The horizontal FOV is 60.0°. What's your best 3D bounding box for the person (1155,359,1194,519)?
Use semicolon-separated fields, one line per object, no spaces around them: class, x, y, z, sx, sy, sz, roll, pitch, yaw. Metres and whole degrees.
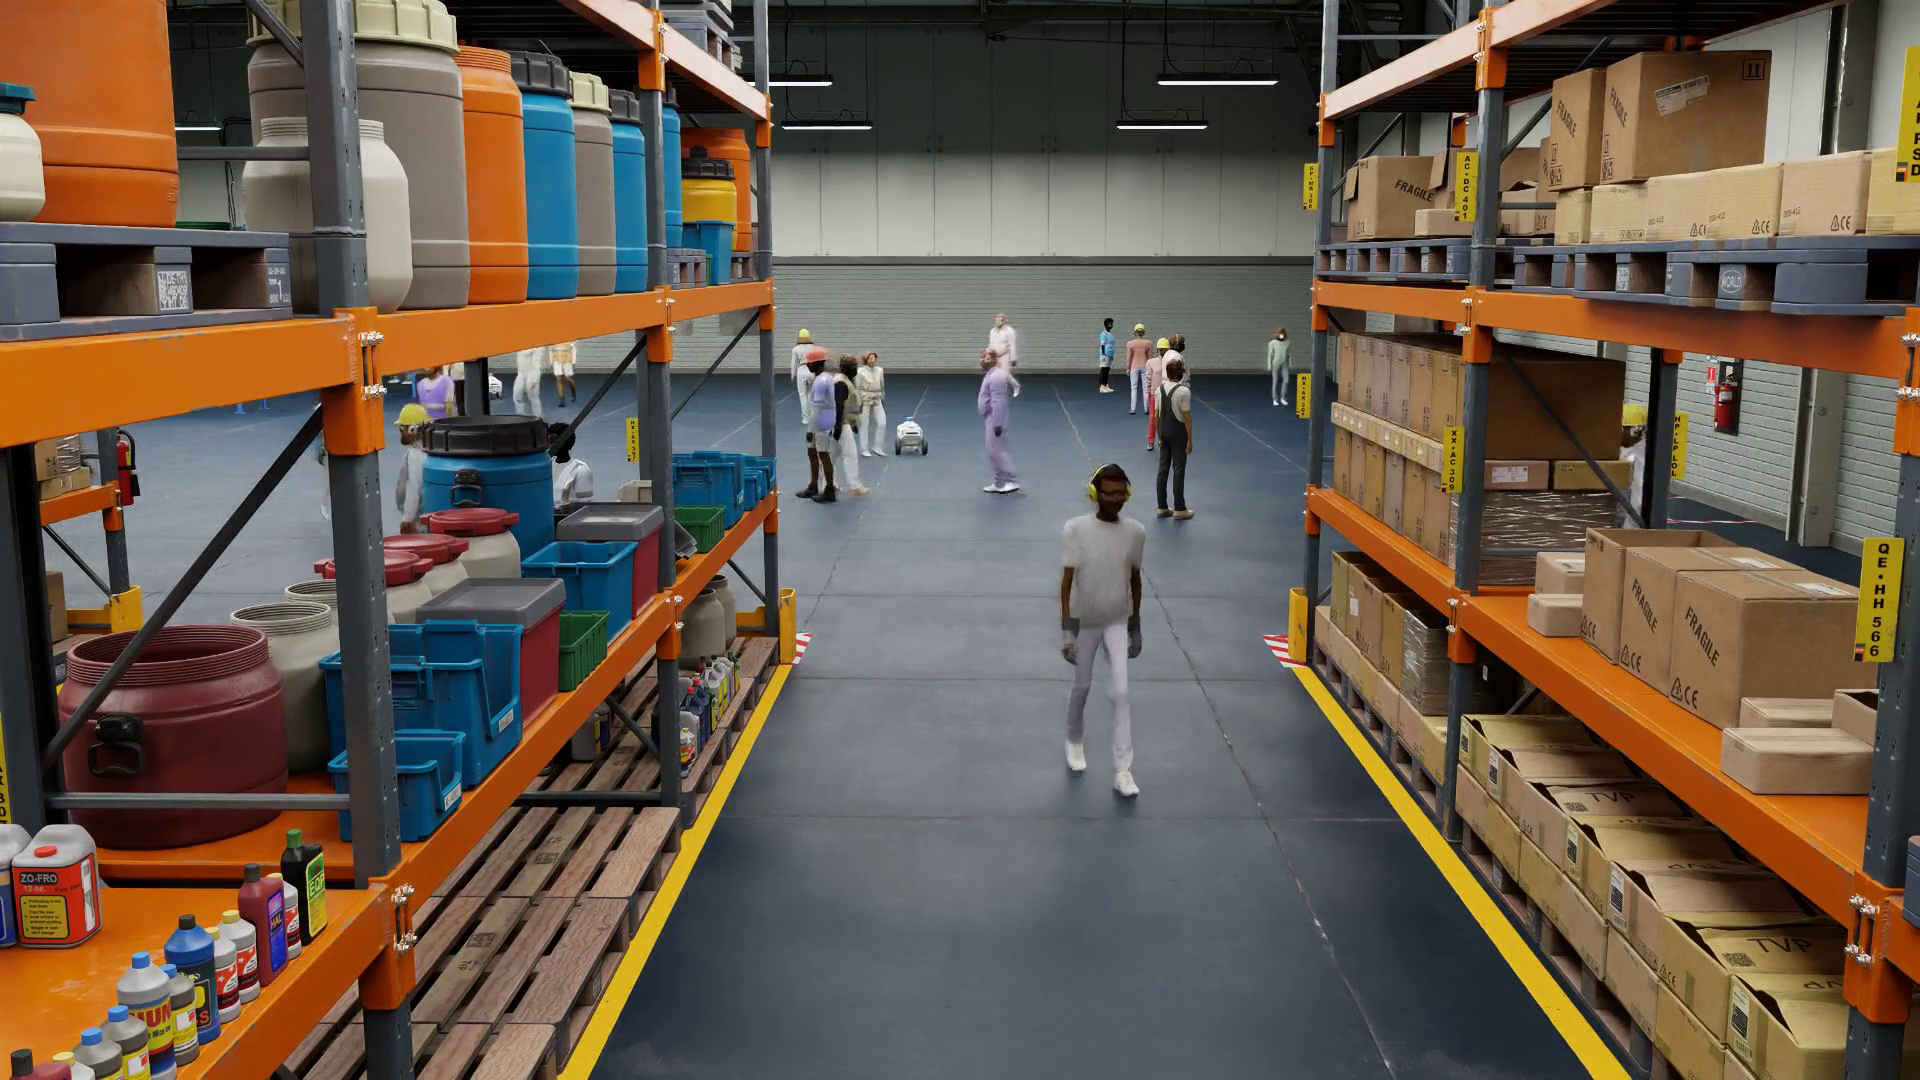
person;2.484;-1.178;19.283;0.506;1.847;0.345;9;13;44

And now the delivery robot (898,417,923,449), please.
delivery robot;-0.781;-1.667;25.917;0.477;0.478;0.707;-1;10;-7

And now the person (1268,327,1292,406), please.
person;6.618;-3.578;34.324;0.531;1.615;0.565;-1;10;-8

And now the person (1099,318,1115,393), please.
person;3.339;-4.194;37.781;0.322;1.699;0.536;5;11;28

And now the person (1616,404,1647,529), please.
person;5.271;-0.189;13.449;0.732;1.809;0.620;0;9;-1

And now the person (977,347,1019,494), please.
person;0.474;-1.533;21.385;0.499;1.873;0.699;0;9;-1

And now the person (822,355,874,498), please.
person;-1.438;-1.445;21.068;0.737;1.794;0.656;0;9;1

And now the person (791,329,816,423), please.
person;-2.892;-3.037;30.763;0.507;1.717;0.711;-3;10;-19

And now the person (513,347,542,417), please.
person;-7.528;-2.791;28.782;0.666;1.900;0.736;6;11;34

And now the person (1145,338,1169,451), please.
person;3.176;-2.298;26.224;0.525;1.772;0.305;0;9;1

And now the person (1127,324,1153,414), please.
person;3.503;-3.334;32.459;0.522;1.763;0.320;0;9;-2

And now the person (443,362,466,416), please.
person;-8.598;-2.814;28.739;0.634;1.950;0.928;-2;10;-13

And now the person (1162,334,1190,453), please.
person;3.351;-2.266;25.817;0.429;1.844;0.623;-2;10;-10

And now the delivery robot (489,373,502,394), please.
delivery robot;-10.220;-3.384;36.203;0.477;0.478;0.707;-5;11;-28

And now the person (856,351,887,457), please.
person;-1.319;-2.052;25.183;0.538;1.619;0.568;-7;12;-34

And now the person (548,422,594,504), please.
person;-3.145;-0.090;13.215;0.535;1.697;0.318;5;11;26

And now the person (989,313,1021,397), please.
person;0.940;-3.922;35.639;0.677;1.879;0.711;7;12;38

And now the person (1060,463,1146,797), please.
person;0.811;0.473;9.475;0.543;1.863;0.733;-1;10;-7

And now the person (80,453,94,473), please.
person;-12.352;-1.792;22.783;0.812;1.910;0.559;-2;10;-14

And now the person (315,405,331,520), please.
person;-7.029;-0.986;18.792;0.398;1.621;0.531;7;12;36

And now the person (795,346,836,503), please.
person;-1.828;-1.418;20.484;0.652;1.920;0.581;1;10;4

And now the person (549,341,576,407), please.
person;-8.191;-3.727;34.340;0.551;1.917;0.565;1;9;3

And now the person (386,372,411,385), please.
person;-13.627;-4.707;40.261;0.749;1.900;0.605;4;10;23

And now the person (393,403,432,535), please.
person;-4.436;-0.255;13.938;0.921;1.790;0.580;-2;10;-14

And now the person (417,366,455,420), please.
person;-6.556;-1.441;20.948;0.567;1.816;0.895;3;10;20
